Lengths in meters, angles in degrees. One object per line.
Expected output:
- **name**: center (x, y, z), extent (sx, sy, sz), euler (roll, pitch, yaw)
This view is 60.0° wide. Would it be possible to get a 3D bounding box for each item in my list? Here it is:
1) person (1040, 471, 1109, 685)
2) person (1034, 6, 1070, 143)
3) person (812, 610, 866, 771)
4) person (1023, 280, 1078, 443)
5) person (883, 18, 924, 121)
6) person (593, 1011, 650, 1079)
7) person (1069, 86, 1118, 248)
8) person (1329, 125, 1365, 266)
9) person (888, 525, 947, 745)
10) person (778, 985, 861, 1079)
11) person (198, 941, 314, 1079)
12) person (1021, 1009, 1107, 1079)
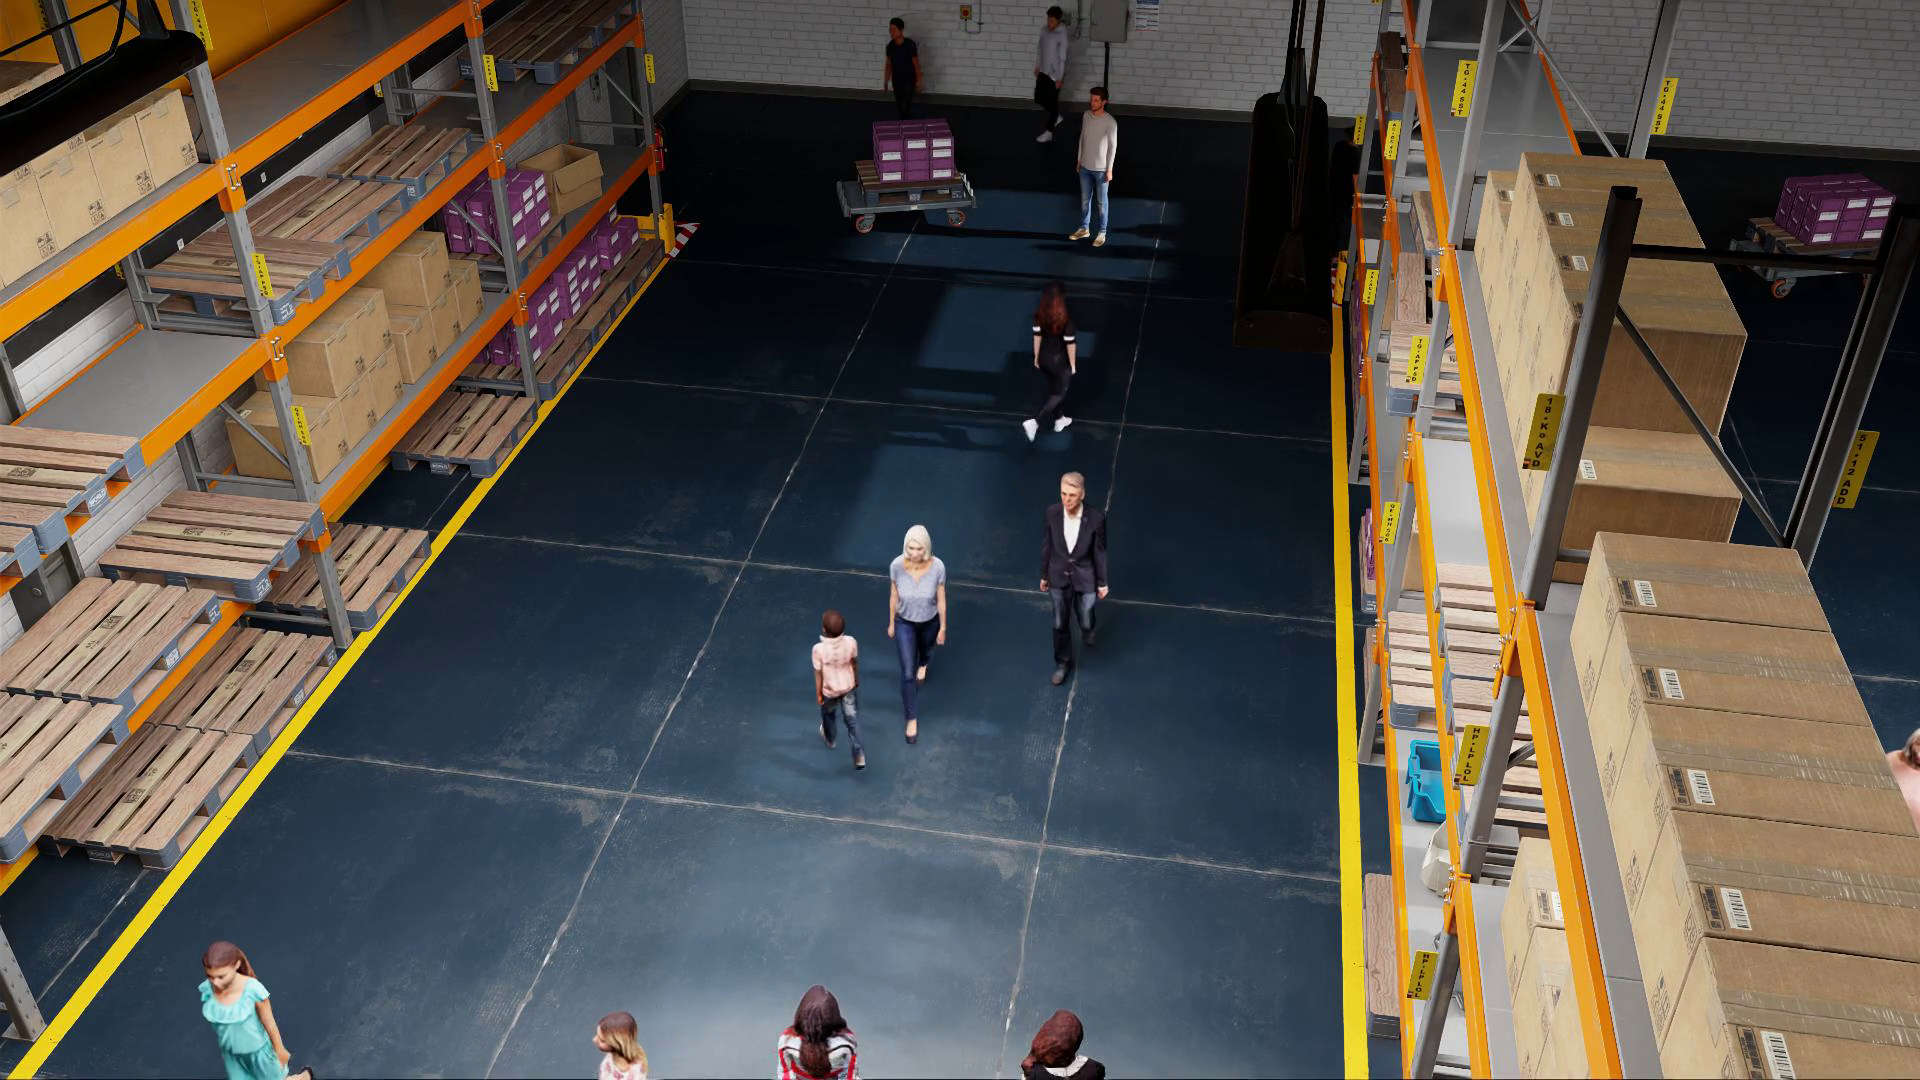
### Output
- **person**: center (0.897, 0.235, 12.761), extent (0.767, 1.799, 0.932), euler (10, 35, 15)
- **person**: center (1.325, -6.346, 22.578), extent (1.022, 1.893, 0.970), euler (-22, 39, -29)
- **person**: center (-0.855, 1.081, 11.942), extent (0.776, 1.297, 0.948), euler (-11, 35, -16)
- **person**: center (0.866, -1.664, 15.779), extent (0.920, 1.621, 1.101), euler (24, 41, 32)
- **person**: center (-0.701, -6.185, 22.450), extent (0.783, 1.767, 0.778), euler (21, 39, 29)
- **person**: center (-1.635, 3.036, 8.712), extent (0.906, 1.617, 0.938), euler (-12, 35, -17)
- **person**: center (1.605, -4.440, 19.698), extent (0.752, 1.905, 0.749), euler (24, 40, 31)
- **person**: center (4.308, -3.937, 19.102), extent (0.838, 1.728, 0.740), euler (-16, 37, -23)
- **person**: center (-0.301, 0.566, 12.374), extent (0.746, 1.677, 1.185), euler (0, 34, 0)
- **person**: center (-0.744, 3.020, 8.769), extent (0.820, 1.581, 1.124), euler (-5, 34, -8)
- **person**: center (-3.885, 2.762, 9.186), extent (0.535, 1.549, 0.850), euler (6, 34, 8)
- **person**: center (0.520, 3.151, 8.425), extent (0.726, 1.744, 1.179), euler (0, 34, 1)
